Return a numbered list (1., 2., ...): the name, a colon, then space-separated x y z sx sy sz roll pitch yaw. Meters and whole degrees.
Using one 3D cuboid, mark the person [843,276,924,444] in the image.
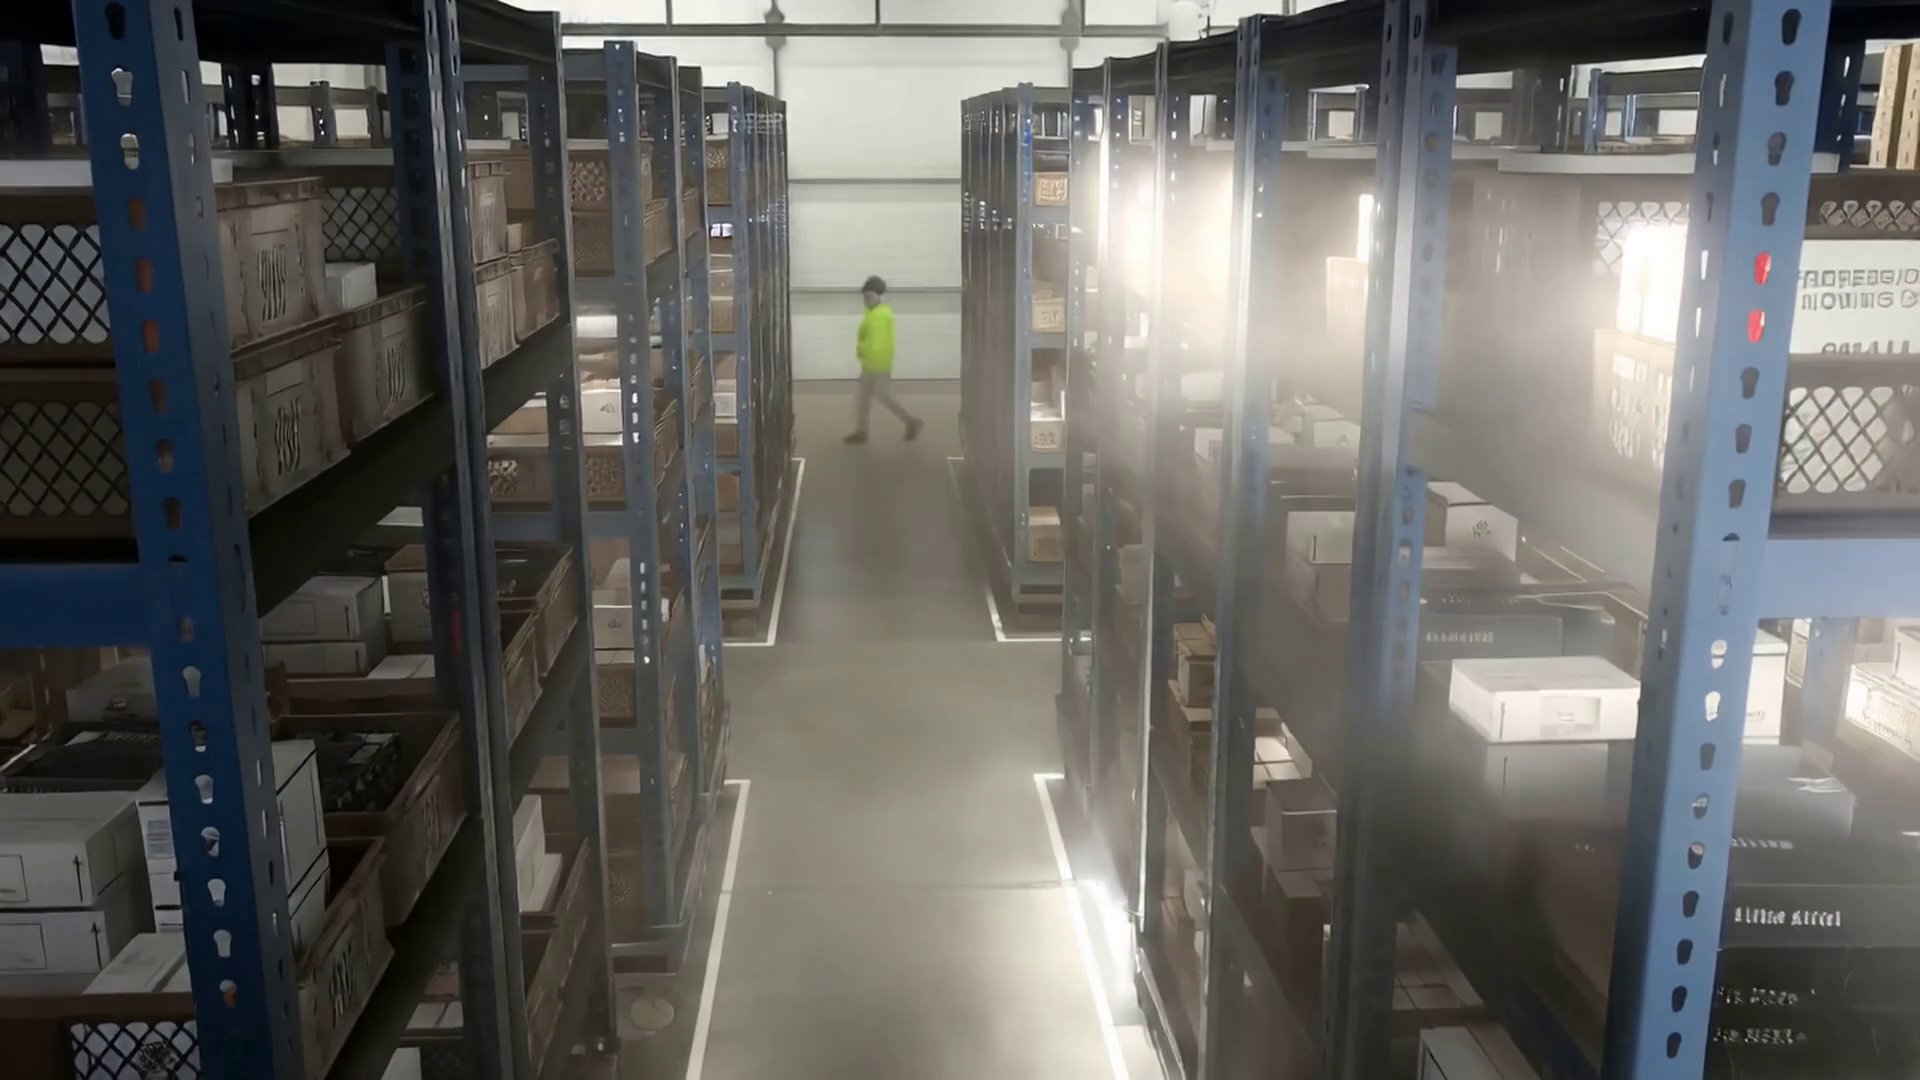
1. person: -0.821 -1.919 17.797 0.812 1.808 0.599 -4 14 -15
